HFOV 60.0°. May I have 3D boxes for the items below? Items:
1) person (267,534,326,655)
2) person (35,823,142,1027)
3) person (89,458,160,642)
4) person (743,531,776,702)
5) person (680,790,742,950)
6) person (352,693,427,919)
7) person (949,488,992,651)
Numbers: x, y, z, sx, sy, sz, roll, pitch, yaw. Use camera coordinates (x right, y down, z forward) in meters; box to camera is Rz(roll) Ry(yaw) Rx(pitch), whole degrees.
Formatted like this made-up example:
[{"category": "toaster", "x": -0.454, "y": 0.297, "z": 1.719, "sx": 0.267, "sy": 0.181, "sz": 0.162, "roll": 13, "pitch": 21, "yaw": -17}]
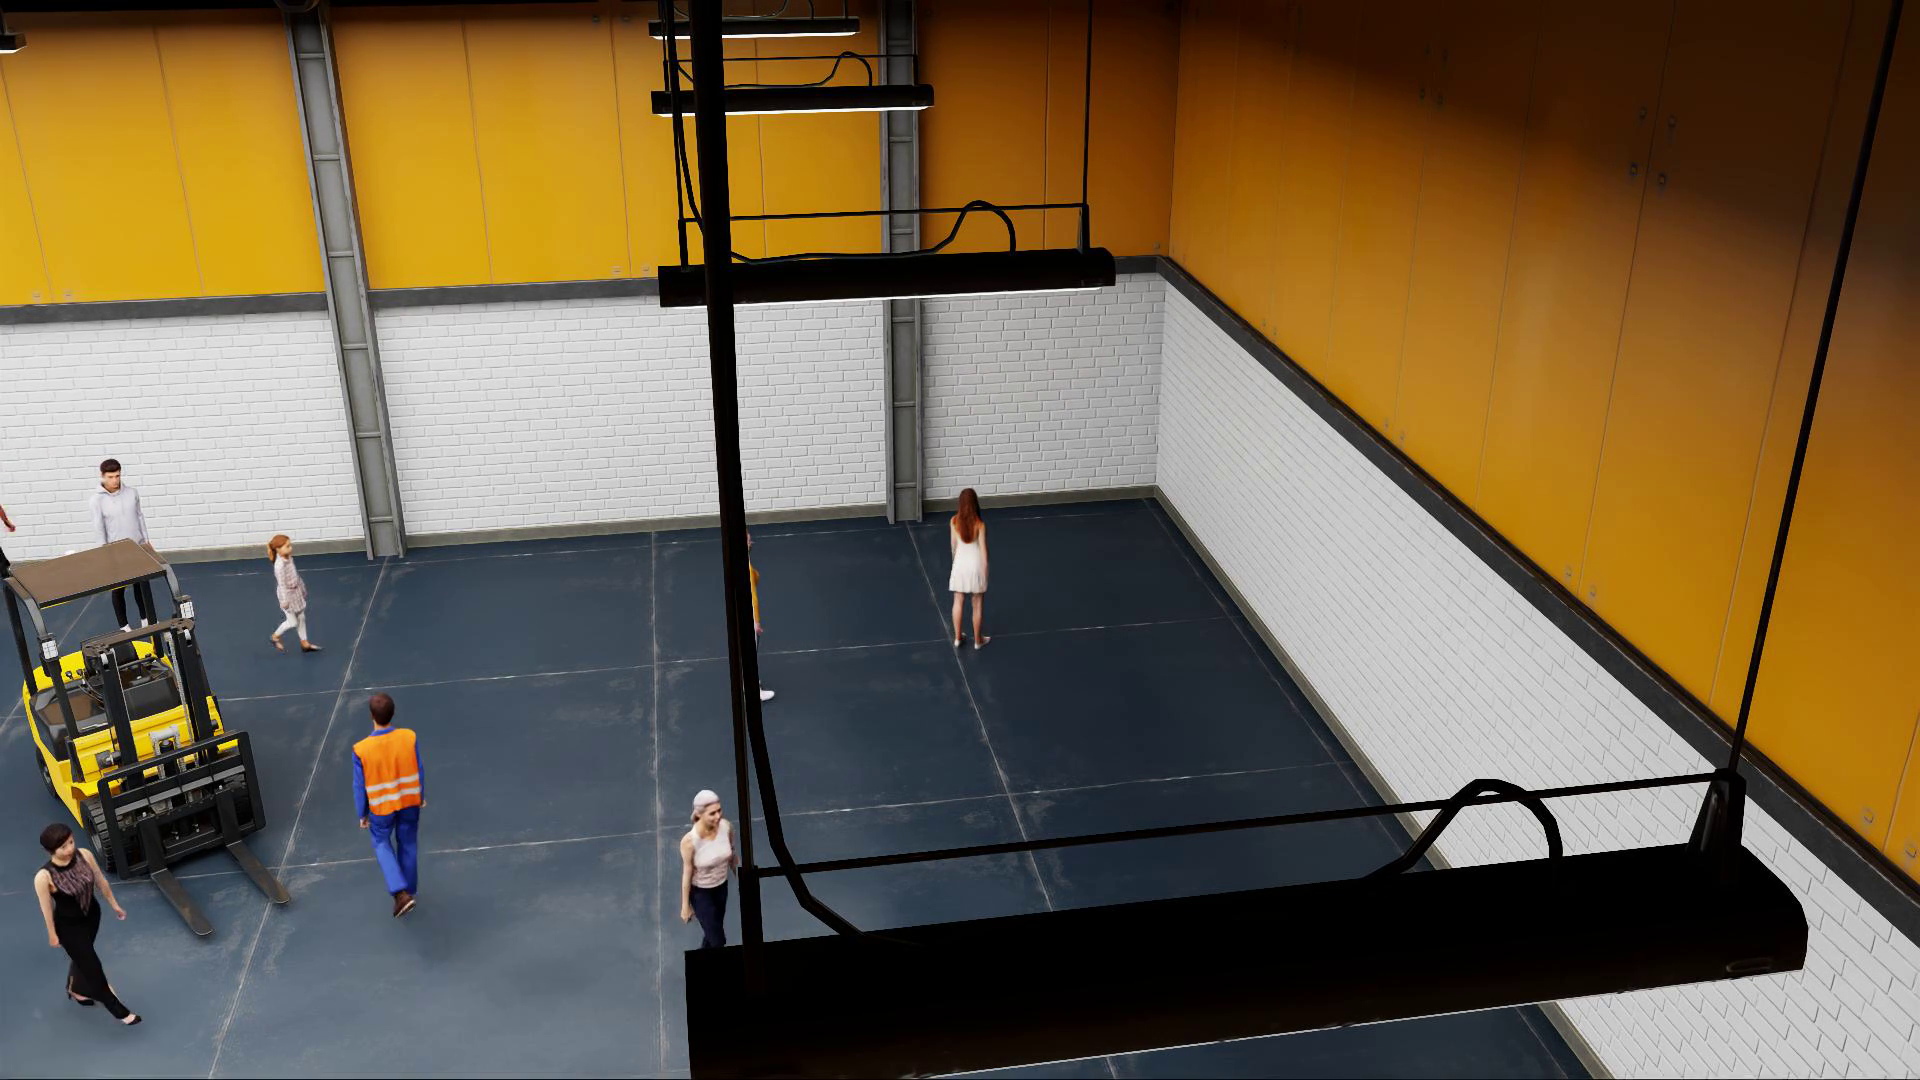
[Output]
[{"category": "person", "x": -6.735, "y": 0.545, "z": 16.591, "sx": 0.767, "sy": 1.303, "sz": 0.609, "roll": 0, "pitch": 24, "yaw": 0}, {"category": "person", "x": -6.148, "y": 2.632, "z": 11.498, "sx": 1.115, "sy": 1.558, "sz": 0.943, "roll": 9, "pitch": 25, "yaw": 19}, {"category": "person", "x": -8.508, "y": 0.074, "z": 16.887, "sx": 0.825, "sy": 1.931, "sz": 0.770, "roll": 15, "pitch": 28, "yaw": 31}, {"category": "person", "x": -2.040, "y": 0.703, "z": 15.673, "sx": 0.688, "sy": 1.750, "sz": 0.665, "roll": -17, "pitch": 29, "yaw": -34}, {"category": "person", "x": -1.832, "y": 2.464, "z": 11.720, "sx": 0.847, "sy": 1.690, "sz": 0.786, "roll": 19, "pitch": 30, "yaw": 36}, {"category": "person", "x": -4.225, "y": 2.040, "z": 12.492, "sx": 0.906, "sy": 1.849, "sz": 0.908, "roll": -14, "pitch": 27, "yaw": -28}, {"category": "person", "x": 0.086, "y": 0.282, "z": 16.685, "sx": 0.616, "sy": 1.712, "sz": 0.705, "roll": 9, "pitch": 25, "yaw": 20}]
